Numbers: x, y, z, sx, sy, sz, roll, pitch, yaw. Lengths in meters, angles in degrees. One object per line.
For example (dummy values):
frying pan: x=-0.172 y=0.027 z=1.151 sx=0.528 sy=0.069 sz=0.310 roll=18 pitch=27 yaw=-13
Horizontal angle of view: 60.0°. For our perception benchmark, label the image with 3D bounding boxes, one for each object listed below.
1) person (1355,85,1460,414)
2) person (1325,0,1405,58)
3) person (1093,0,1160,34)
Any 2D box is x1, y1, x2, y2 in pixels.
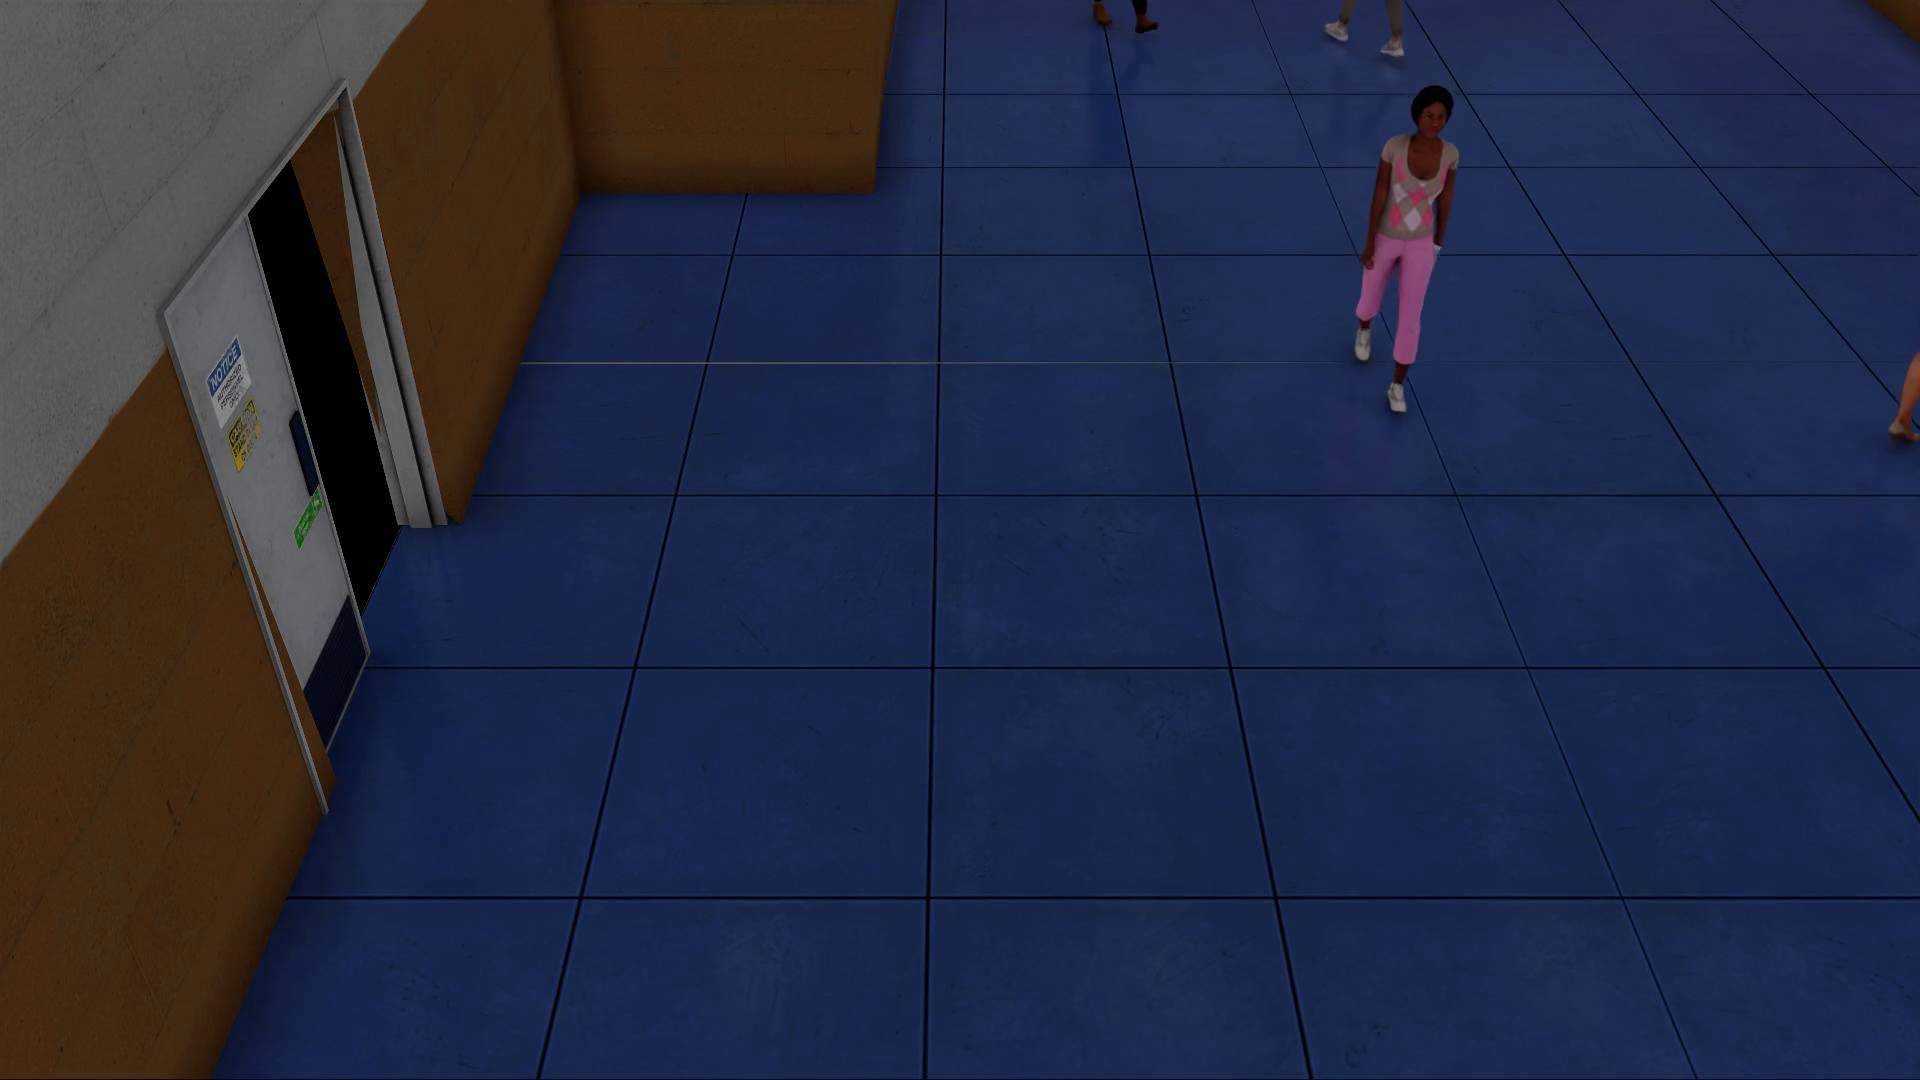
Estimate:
person: x=2.341 y=-1.600 z=8.908 sx=0.978 sy=1.721 sz=0.738 roll=4 pitch=37 yaw=6
person: x=3.316 y=-4.628 z=12.876 sx=1.146 sy=1.801 sz=0.978 roll=-11 pitch=38 yaw=-14
person: x=1.260 y=-4.982 z=13.452 sx=1.071 sy=1.676 sz=0.956 roll=-15 pitch=39 yaw=-19
